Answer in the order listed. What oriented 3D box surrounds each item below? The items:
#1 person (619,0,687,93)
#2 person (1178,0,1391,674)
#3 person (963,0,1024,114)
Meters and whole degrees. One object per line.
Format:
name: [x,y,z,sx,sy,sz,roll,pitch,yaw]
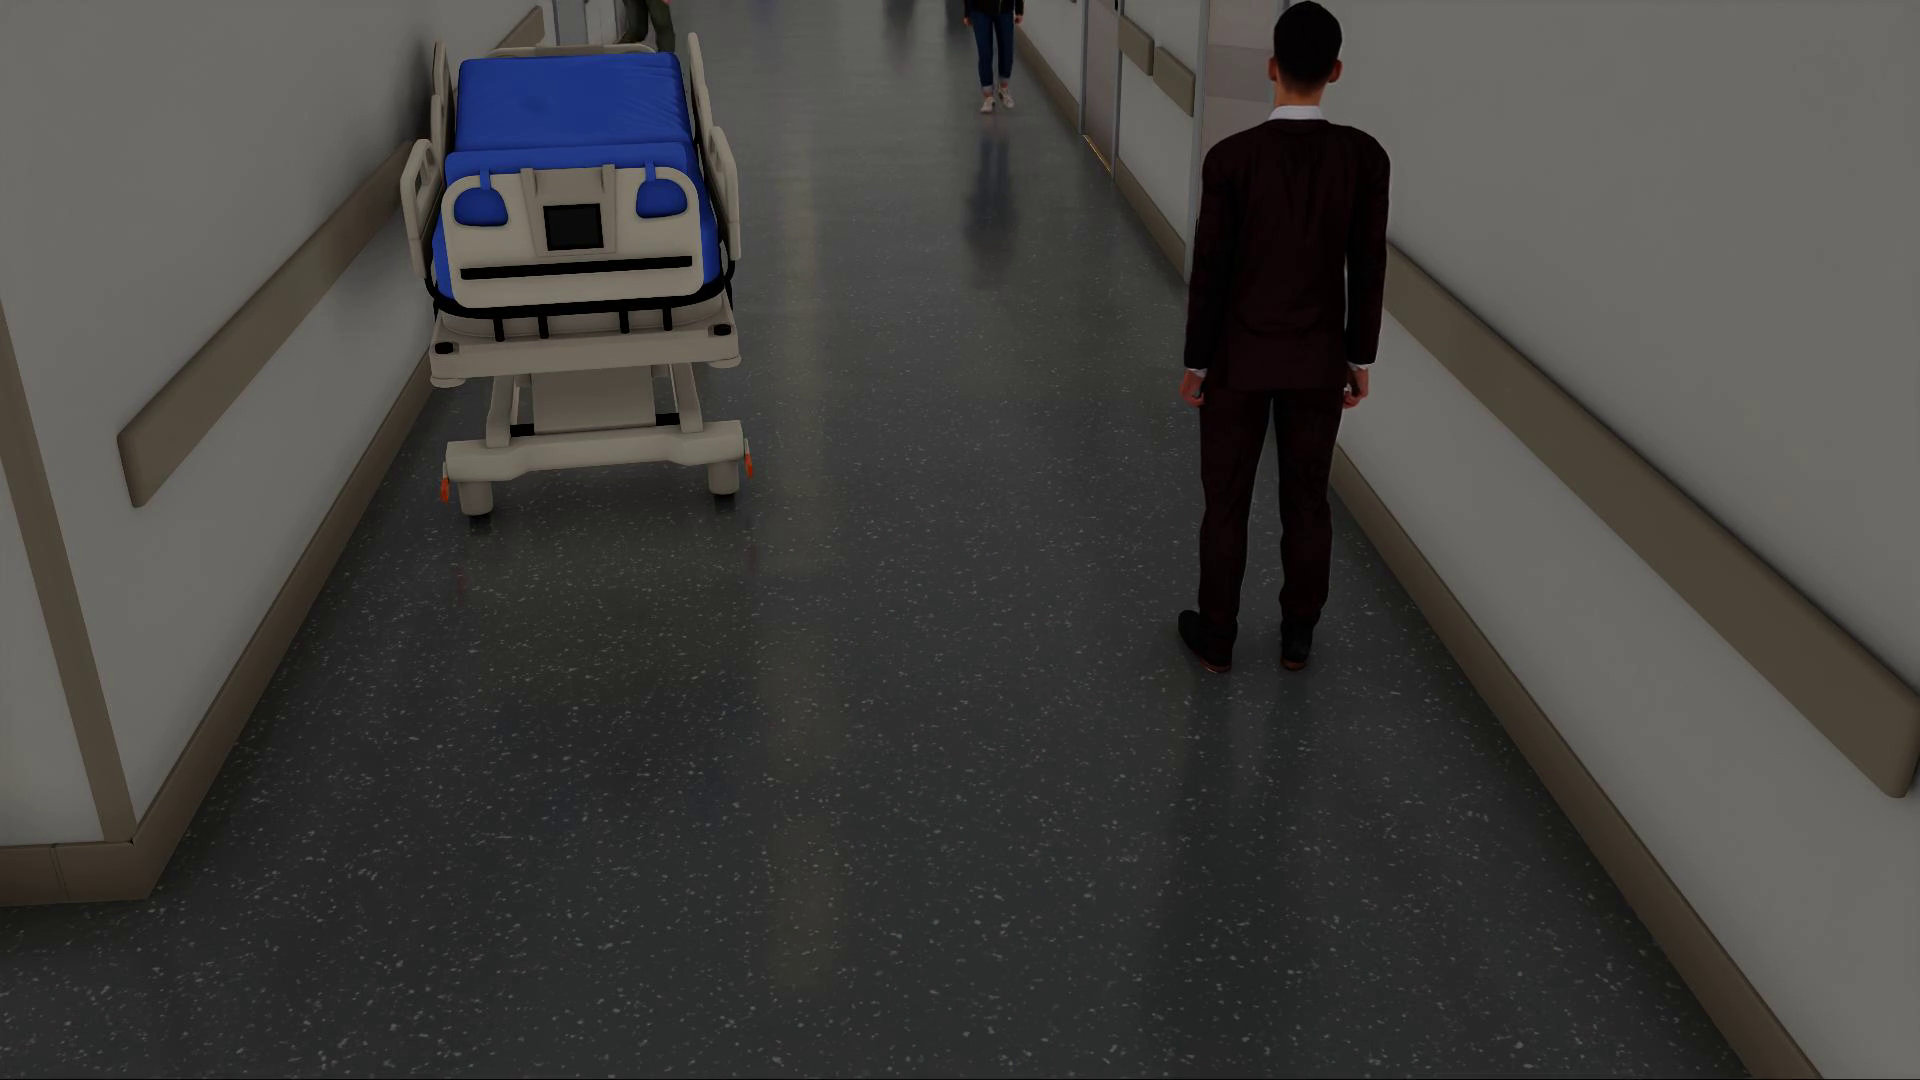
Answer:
person: [-2.384,-4.019,12.132,1.075,1.619,1.022,14,29,26]
person: [0.867,-0.502,4.556,0.510,1.864,0.747,-1,26,-3]
person: [0.231,-3.798,11.847,0.484,1.469,0.651,0,26,-1]
